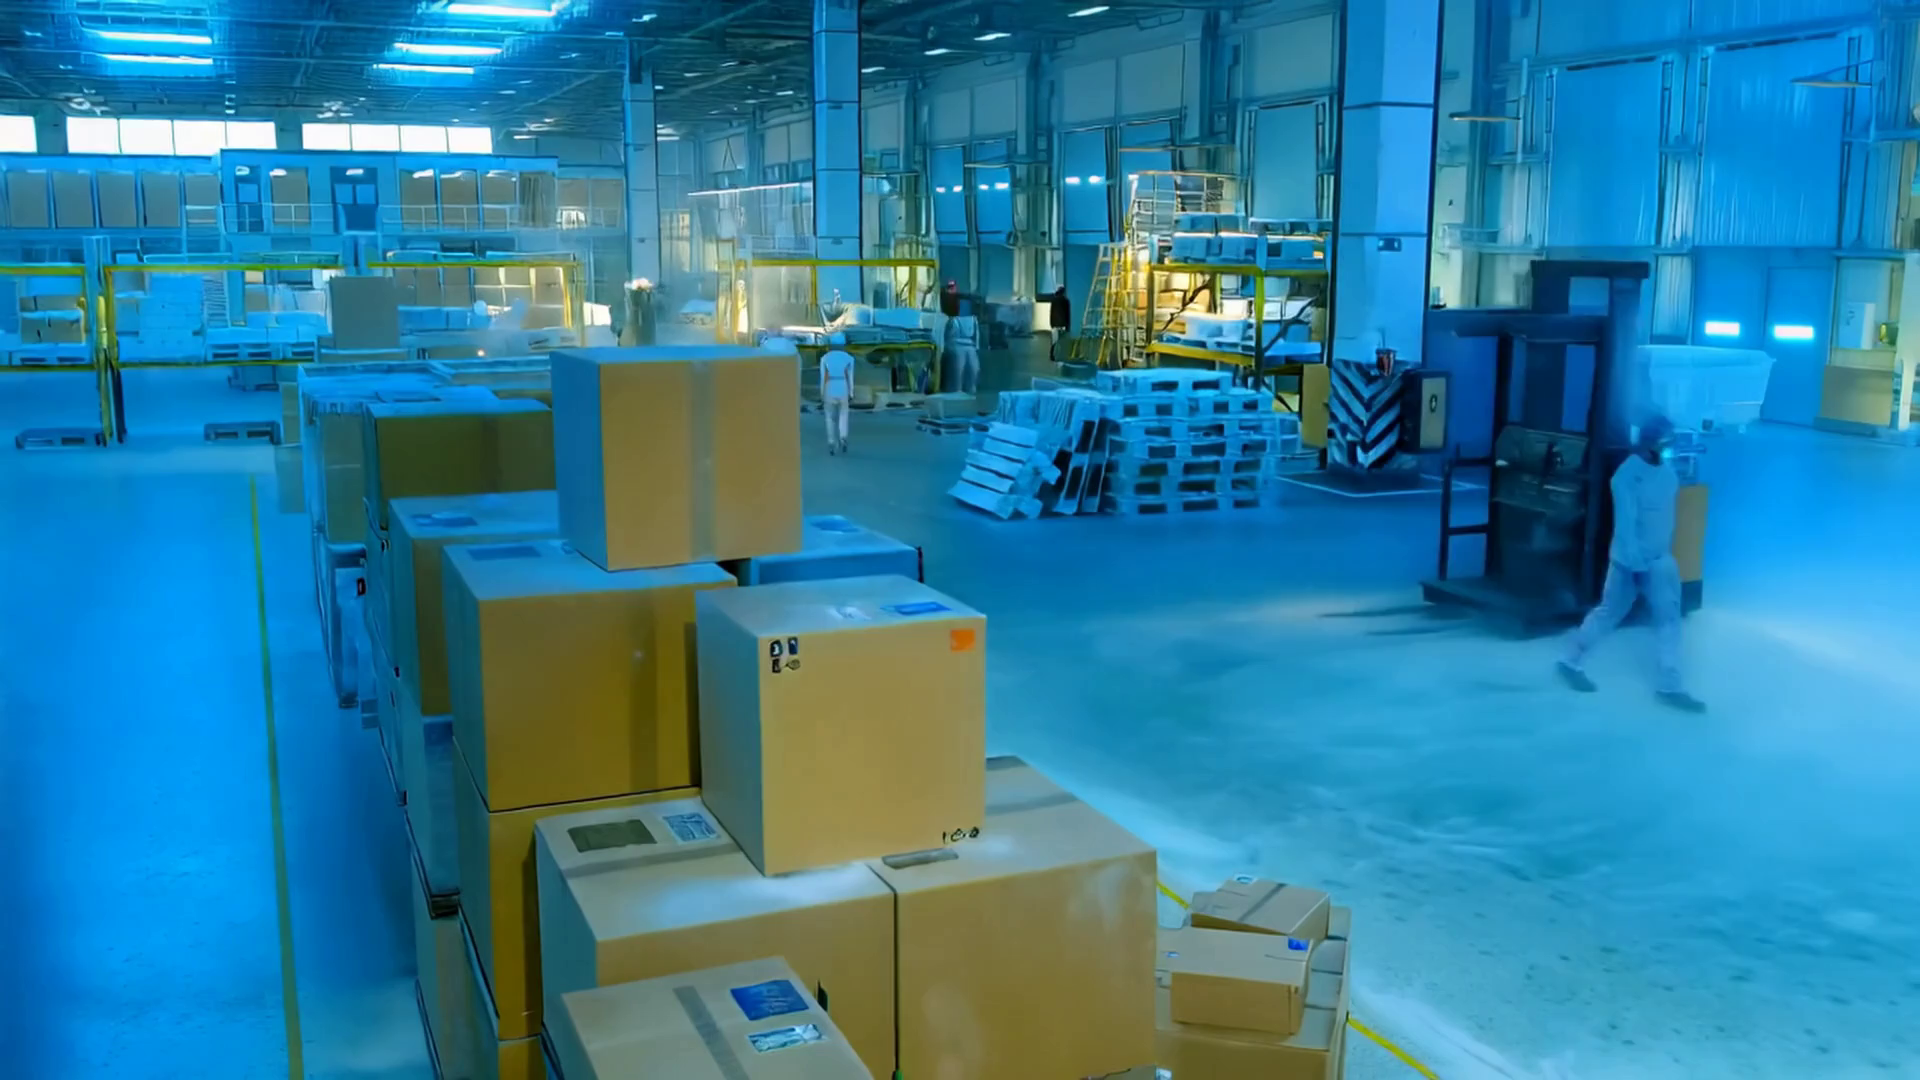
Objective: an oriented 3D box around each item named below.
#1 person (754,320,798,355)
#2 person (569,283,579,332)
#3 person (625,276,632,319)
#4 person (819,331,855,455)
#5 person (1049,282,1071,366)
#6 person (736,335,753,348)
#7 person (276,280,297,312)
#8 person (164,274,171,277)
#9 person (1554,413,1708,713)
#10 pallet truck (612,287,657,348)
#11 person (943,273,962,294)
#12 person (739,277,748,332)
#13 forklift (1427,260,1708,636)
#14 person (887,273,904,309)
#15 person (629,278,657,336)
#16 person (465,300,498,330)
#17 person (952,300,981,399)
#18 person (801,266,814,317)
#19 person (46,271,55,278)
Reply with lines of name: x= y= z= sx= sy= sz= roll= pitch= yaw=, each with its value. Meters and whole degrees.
person: x=-2.461 y=-2.007 z=22.470 sx=0.646 sy=1.913 sz=0.904 roll=-4 pitch=11 yaw=-20
person: x=-11.504 y=-6.804 z=49.455 sx=0.322 sy=1.695 sz=0.530 roll=0 pitch=10 yaw=2
person: x=-12.122 y=-9.145 z=61.654 sx=0.605 sy=1.949 sz=0.399 roll=2 pitch=11 yaw=12
person: x=-1.713 y=-2.027 z=23.037 sx=0.507 sy=1.714 sz=0.359 roll=0 pitch=10 yaw=-2
person: x=2.377 y=-5.106 z=39.305 sx=0.622 sy=1.987 sz=0.406 roll=-8 pitch=13 yaw=-36
person: x=-2.596 y=-1.589 z=20.363 sx=0.522 sy=1.824 sz=0.679 roll=-9 pitch=13 yaw=-40
person: x=-19.147 y=-6.468 z=47.245 sx=0.554 sy=1.824 sz=0.947 roll=-2 pitch=11 yaw=-13
person: x=-25.083 y=-7.519 z=52.907 sx=0.635 sy=1.881 sz=1.039 roll=9 pitch=14 yaw=42
person: x=4.370 y=0.118 z=10.746 sx=0.629 sy=1.904 sz=0.991 roll=-7 pitch=12 yaw=-32
pallet truck: x=-6.464 y=-4.406 z=35.401 sx=0.823 sy=1.965 sz=1.885 roll=6 pitch=12 yaw=32
person: x=-0.241 y=-7.384 z=52.057 sx=0.612 sy=1.907 sz=0.409 roll=1 pitch=10 yaw=4
person: x=-6.913 y=-7.483 z=53.003 sx=0.315 sy=1.767 sz=0.534 roll=-8 pitch=13 yaw=-38
forklift: x=4.850 y=-0.791 z=13.045 sx=1.873 sy=2.768 sz=1.129 roll=-4 pitch=11 yaw=-23
person: x=-1.994 y=-7.195 z=50.983 sx=0.555 sy=1.937 sz=0.373 roll=5 pitch=11 yaw=24
person: x=-9.812 y=-7.229 z=51.550 sx=0.637 sy=1.797 sz=0.974 roll=6 pitch=12 yaw=32
person: x=-8.999 y=-3.585 z=31.308 sx=0.619 sy=1.845 sz=0.430 roll=-3 pitch=11 yaw=-16
person: x=0.134 y=-3.546 z=31.044 sx=0.605 sy=1.855 sz=0.720 roll=-6 pitch=12 yaw=-30
person: x=-5.569 y=-9.096 z=61.304 sx=0.513 sy=1.973 sz=0.636 roll=0 pitch=10 yaw=1
person: x=-28.083 y=-7.337 z=51.478 sx=0.609 sy=2.033 sz=0.397 roll=-3 pitch=11 yaw=-17
